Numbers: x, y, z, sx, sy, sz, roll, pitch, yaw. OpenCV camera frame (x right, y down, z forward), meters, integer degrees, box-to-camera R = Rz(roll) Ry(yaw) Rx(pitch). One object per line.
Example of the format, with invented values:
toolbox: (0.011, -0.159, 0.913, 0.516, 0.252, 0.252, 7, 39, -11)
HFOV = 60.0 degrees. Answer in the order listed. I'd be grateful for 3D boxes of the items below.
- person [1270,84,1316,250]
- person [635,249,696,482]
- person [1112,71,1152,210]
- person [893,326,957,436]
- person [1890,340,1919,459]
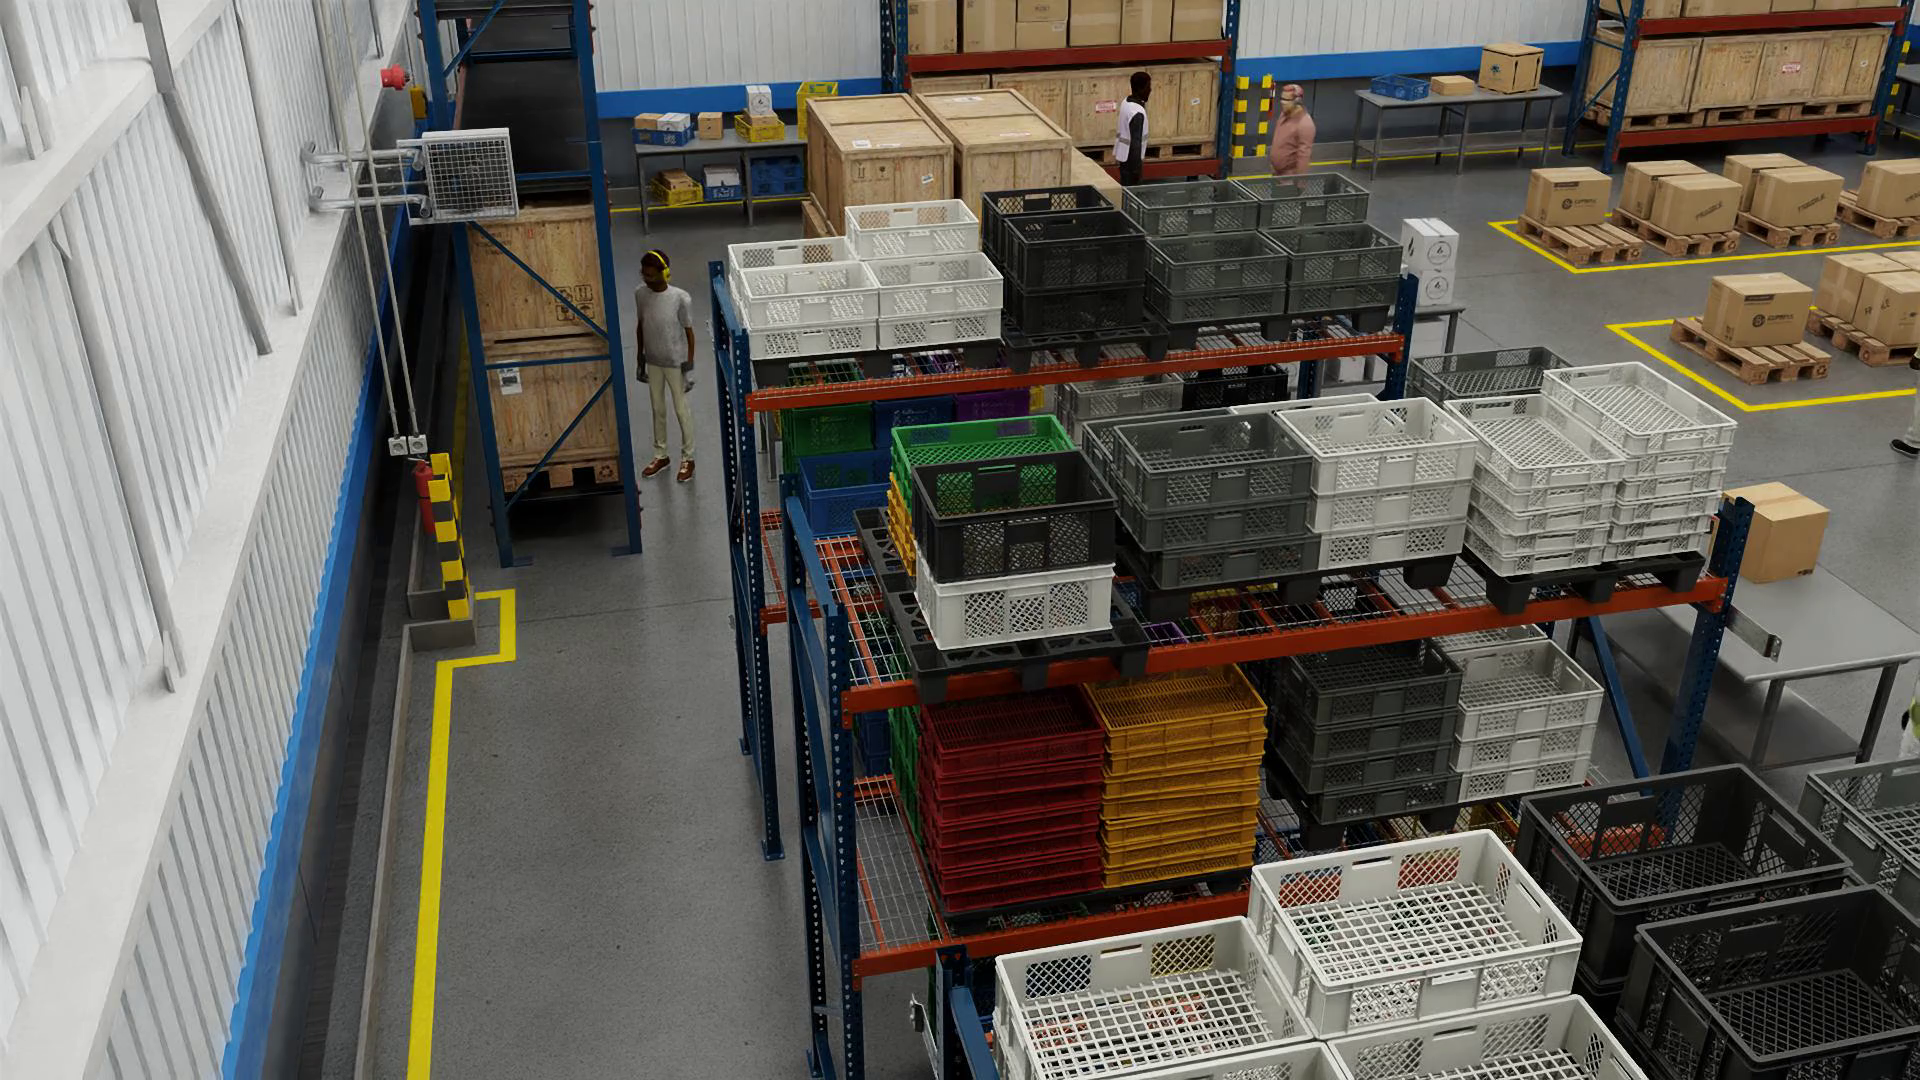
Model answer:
person: (3.470, -3.875, 17.641, 0.394, 1.899, 0.658, -6, 28, -12)
person: (-2.286, -1.351, 12.886, 0.521, 1.865, 0.327, 10, 29, 18)
person: (1.871, -4.147, 18.144, 0.391, 1.910, 0.583, -3, 28, -6)
person: (-0.268, -0.938, 12.080, 0.578, 1.883, 0.353, -23, 36, -37)
person: (7.883, -1.532, 13.261, 0.599, 1.830, 0.404, -4, 28, -7)
